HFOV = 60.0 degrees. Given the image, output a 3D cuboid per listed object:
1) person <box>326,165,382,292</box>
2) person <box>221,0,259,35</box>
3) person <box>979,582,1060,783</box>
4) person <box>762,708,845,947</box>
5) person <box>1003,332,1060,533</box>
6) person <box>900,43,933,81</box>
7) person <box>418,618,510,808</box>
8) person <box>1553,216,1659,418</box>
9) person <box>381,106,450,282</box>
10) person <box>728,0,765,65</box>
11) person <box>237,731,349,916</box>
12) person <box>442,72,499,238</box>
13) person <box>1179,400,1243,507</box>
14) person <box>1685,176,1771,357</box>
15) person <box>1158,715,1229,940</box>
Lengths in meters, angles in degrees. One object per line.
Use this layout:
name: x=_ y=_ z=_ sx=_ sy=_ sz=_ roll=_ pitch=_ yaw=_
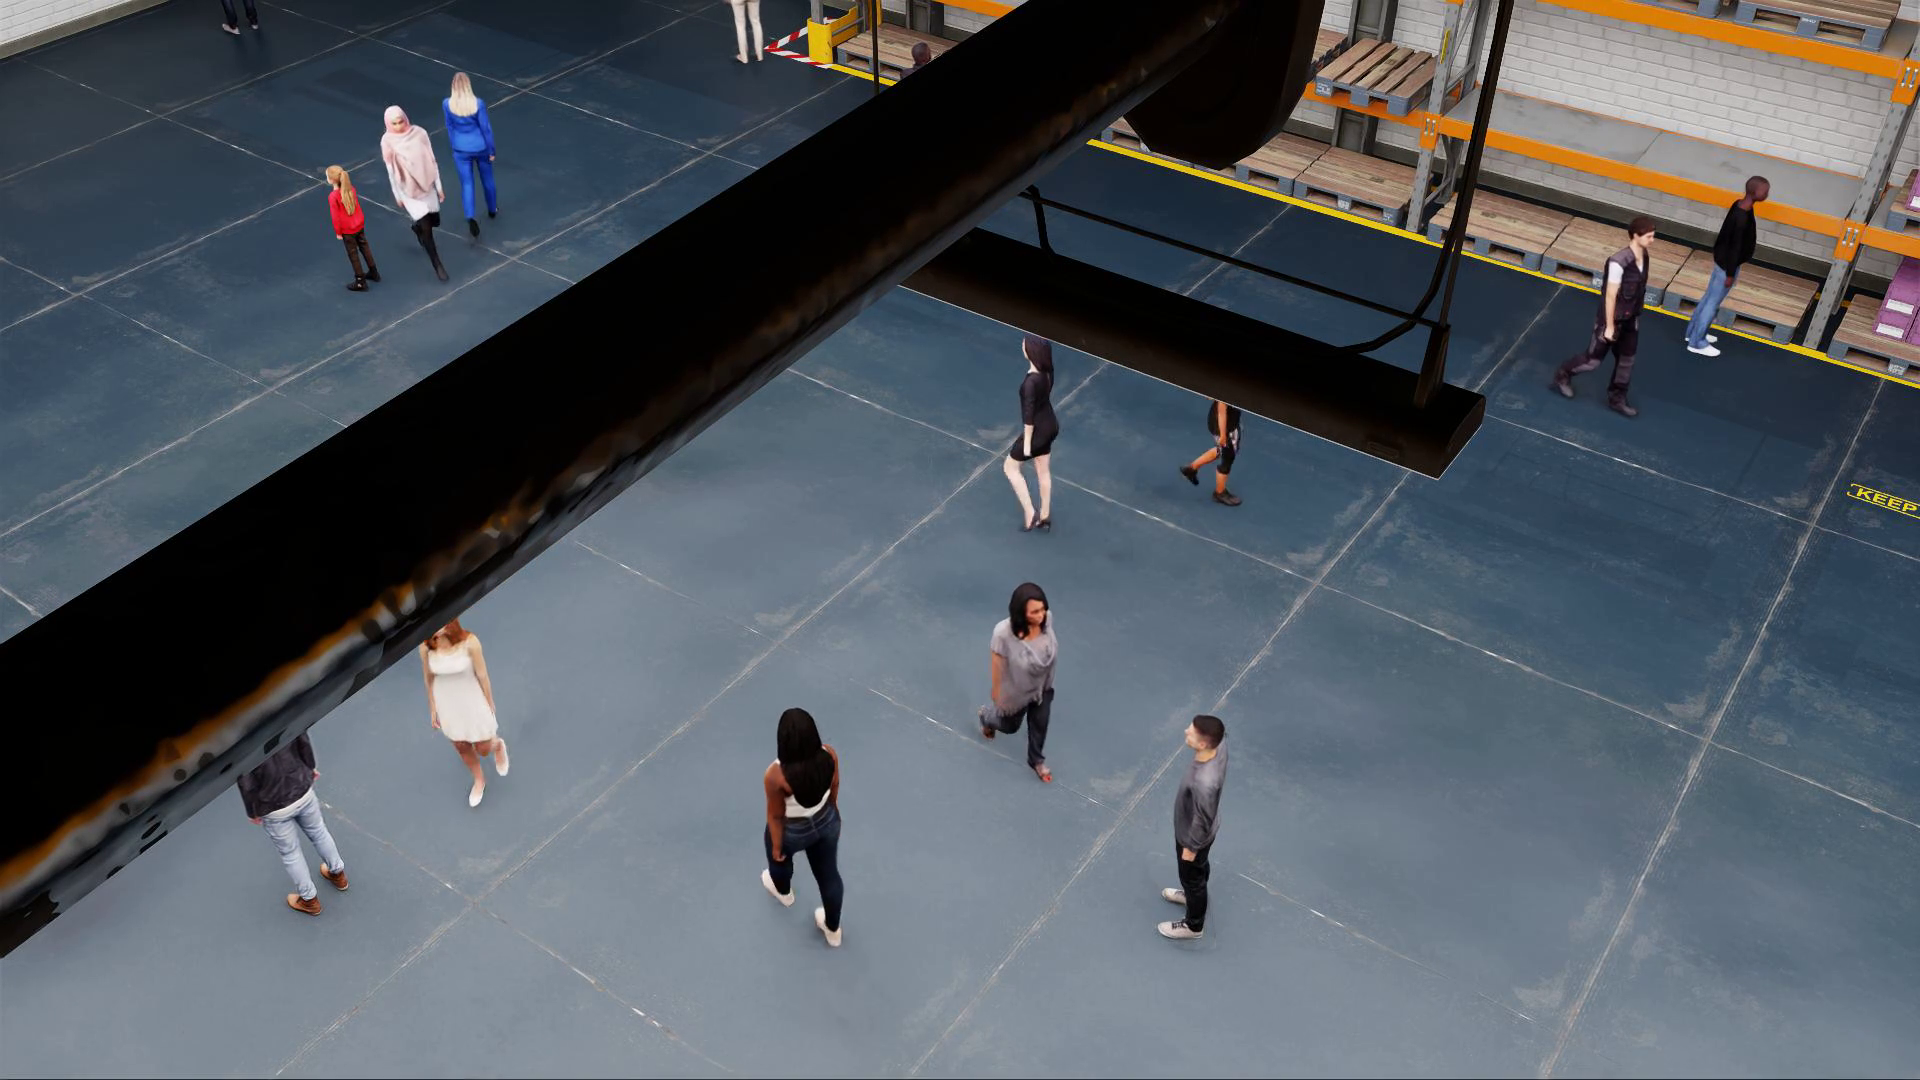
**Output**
person: x=-5.951 y=-3.060 z=16.239 sx=0.539 sy=1.280 sz=0.530 roll=14 pitch=41 yaw=16
person: x=-9.404 y=-7.434 z=21.239 sx=0.735 sy=1.875 sz=0.674 roll=-30 pitch=47 yaw=-32
person: x=0.391 y=0.883 z=11.051 sx=0.819 sy=1.591 sz=0.988 roll=-22 pitch=43 yaw=-25
person: x=-0.870 y=1.754 z=9.804 sx=0.894 sy=1.788 sz=1.046 roll=-19 pitch=42 yaw=-22
person: x=0.679 y=-0.774 z=12.972 sx=0.589 sy=1.785 sz=0.607 roll=19 pitch=42 yaw=23
person: x=-0.393 y=-4.297 z=17.343 sx=0.518 sy=1.836 sz=0.774 roll=28 pitch=46 yaw=30
person: x=-3.224 y=0.990 z=10.831 sx=0.762 sy=1.700 sz=0.803 roll=2 pitch=39 yaw=2
person: x=5.624 y=-1.960 z=14.423 sx=0.892 sy=1.827 sz=1.123 roll=-24 pitch=44 yaw=-27
person: x=-5.354 y=-3.435 z=16.308 sx=0.834 sy=1.779 sz=1.107 roll=-25 pitch=45 yaw=-28
person: x=-2.659 y=-6.757 z=20.512 sx=0.683 sy=1.724 sz=0.696 roll=-14 pitch=41 yaw=-17
person: x=-4.073 y=1.547 z=10.025 sx=0.527 sy=1.835 sz=0.657 roll=22 pitch=44 yaw=25
person: x=-5.007 y=-3.929 z=17.010 sx=1.061 sy=1.675 sz=1.103 roll=-4 pitch=39 yaw=-5
person: x=2.052 y=-0.973 z=13.325 sx=0.863 sy=1.655 sz=0.736 roll=9 pitch=40 yaw=12
person: x=7.004 y=-2.527 z=15.197 sx=0.651 sy=1.747 sz=0.665 roll=10 pitch=40 yaw=12
person: x=1.413 y=1.699 z=9.895 sx=0.649 sy=1.760 sz=0.686 roll=9 pitch=39 yaw=11
